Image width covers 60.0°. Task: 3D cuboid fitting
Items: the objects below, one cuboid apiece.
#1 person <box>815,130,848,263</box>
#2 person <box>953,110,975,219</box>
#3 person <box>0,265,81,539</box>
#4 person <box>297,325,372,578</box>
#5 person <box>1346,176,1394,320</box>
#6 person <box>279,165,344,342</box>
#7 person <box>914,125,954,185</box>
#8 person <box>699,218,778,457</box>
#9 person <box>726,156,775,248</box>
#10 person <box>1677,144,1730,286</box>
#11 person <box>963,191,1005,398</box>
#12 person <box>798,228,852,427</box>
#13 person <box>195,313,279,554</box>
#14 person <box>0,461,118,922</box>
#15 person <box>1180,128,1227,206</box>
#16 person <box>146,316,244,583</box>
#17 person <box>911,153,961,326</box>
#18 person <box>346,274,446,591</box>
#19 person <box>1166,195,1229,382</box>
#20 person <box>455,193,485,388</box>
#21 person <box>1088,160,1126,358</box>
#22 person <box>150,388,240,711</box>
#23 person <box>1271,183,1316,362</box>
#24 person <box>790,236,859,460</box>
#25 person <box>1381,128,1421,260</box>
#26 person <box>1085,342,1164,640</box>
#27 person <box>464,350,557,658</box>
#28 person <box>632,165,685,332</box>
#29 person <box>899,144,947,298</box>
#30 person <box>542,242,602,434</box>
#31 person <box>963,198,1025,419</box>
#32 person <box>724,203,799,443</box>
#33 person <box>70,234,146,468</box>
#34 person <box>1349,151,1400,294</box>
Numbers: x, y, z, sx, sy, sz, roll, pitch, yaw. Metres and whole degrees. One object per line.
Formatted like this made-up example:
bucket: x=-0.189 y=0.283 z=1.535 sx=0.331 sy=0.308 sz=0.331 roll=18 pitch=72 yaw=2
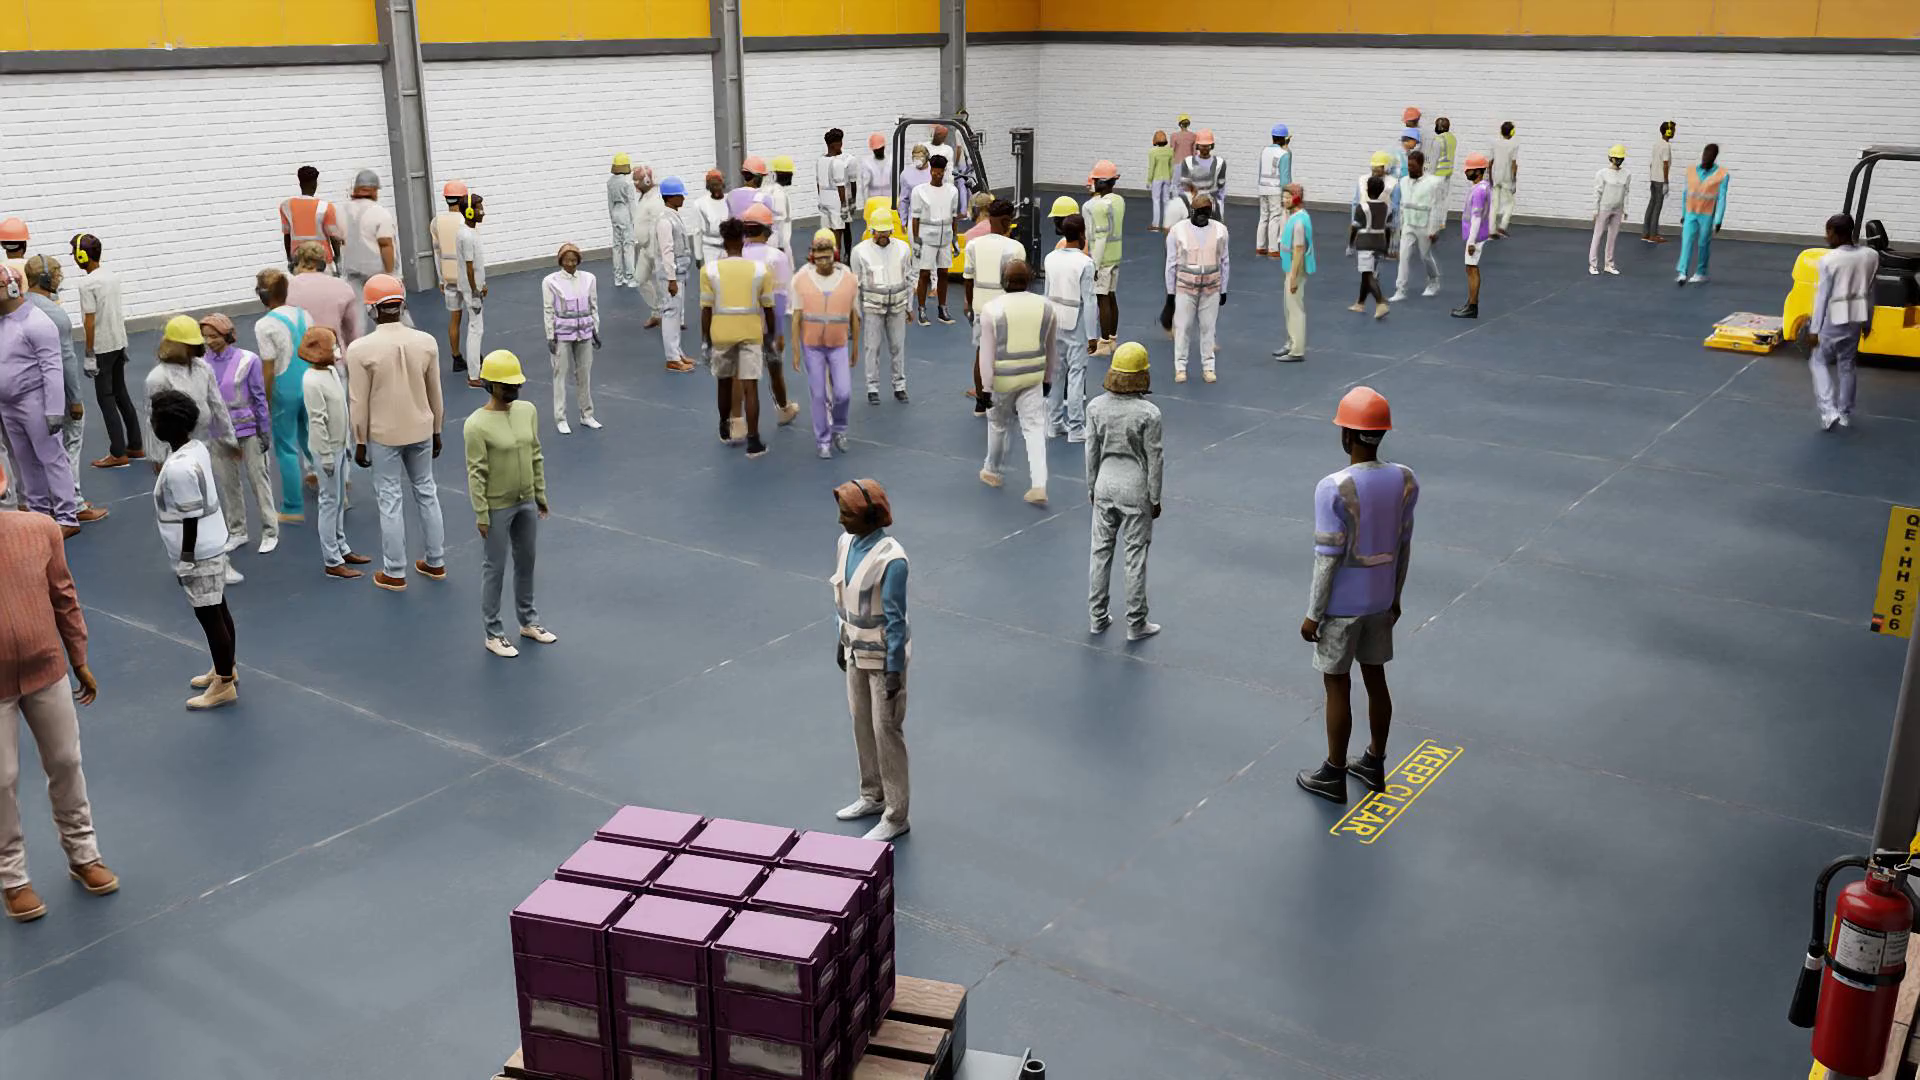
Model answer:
person: x=-1.734 y=-4.612 z=22.802 sx=0.365 sy=1.965 sz=0.608 roll=-13 pitch=22 yaw=-36
person: x=0.061 y=-6.531 z=28.971 sx=0.309 sy=1.864 sz=0.535 roll=13 pitch=22 yaw=35
person: x=-6.387 y=-0.923 z=11.359 sx=0.640 sy=1.910 sz=0.401 roll=10 pitch=20 yaw=28
person: x=-4.038 y=-0.572 z=10.705 sx=0.286 sy=1.633 sz=0.500 roll=-2 pitch=18 yaw=-8
person: x=4.897 y=-3.454 z=19.690 sx=0.536 sy=1.668 sz=0.828 roll=-10 pitch=20 yaw=-28
person: x=-6.947 y=-3.033 z=17.887 sx=0.610 sy=1.953 sz=0.381 roll=0 pitch=18 yaw=-1
person: x=-0.418 y=-5.432 z=25.567 sx=0.646 sy=1.860 sz=0.347 roll=-2 pitch=18 yaw=-5
person: x=-1.832 y=-1.678 z=13.745 sx=0.641 sy=1.909 sz=0.833 roll=-3 pitch=18 yaw=-10
person: x=-2.244 y=-3.151 z=18.136 sx=0.614 sy=2.031 sz=0.402 roll=11 pitch=21 yaw=32
person: x=9.780 y=-4.269 z=21.949 sx=0.606 sy=1.834 sz=0.985 roll=16 pitch=24 yaw=42
person: x=0.237 y=-2.302 z=15.677 sx=0.423 sy=1.920 sz=0.641 roll=8 pitch=19 yaw=24
person: x=-1.190 y=-1.922 z=14.802 sx=0.497 sy=1.716 sz=0.773 roll=-6 pitch=19 yaw=-17
person: x=-4.870 y=-0.714 z=11.154 sx=0.527 sy=1.631 sz=0.321 roll=1 pitch=18 yaw=3
person: x=-3.780 y=0.554 z=6.621 sx=0.405 sy=1.981 sz=0.632 roll=14 pitch=22 yaw=37
person: x=3.211 y=-4.401 z=22.020 sx=0.609 sy=2.043 sz=0.397 roll=0 pitch=18 yaw=0
person: x=-4.821 y=-0.575 z=10.571 sx=0.748 sy=1.703 sz=0.509 roll=6 pitch=19 yaw=17
person: x=-0.277 y=-3.467 z=19.233 sx=0.601 sy=1.958 sz=0.380 roll=-9 pitch=20 yaw=-25
person: x=-3.534 y=-0.672 z=10.456 sx=0.397 sy=1.987 sz=0.610 roll=16 pitch=24 yaw=41
person: x=2.319 y=-2.455 z=16.280 sx=0.630 sy=1.833 sz=0.429 roll=-1 pitch=18 yaw=-4
person: x=-4.683 y=-2.403 z=16.068 sx=0.325 sy=1.862 sz=0.511 roll=-5 pitch=18 yaw=-16
person: x=1.500 y=-2.943 z=17.457 sx=0.374 sy=2.043 sz=0.611 roll=8 pitch=19 yaw=23
person: x=-3.988 y=0.046 z=8.671 sx=0.319 sy=1.696 sz=0.533 roll=-5 pitch=19 yaw=-17
person: x=3.468 y=-2.767 z=17.261 sx=0.444 sy=1.831 sz=0.563 roll=3 pitch=18 yaw=10
person: x=-1.086 y=-1.553 z=13.475 sx=0.562 sy=1.817 sz=0.451 roll=-4 pitch=18 yaw=-11
person: x=6.278 y=-4.982 z=24.083 sx=0.778 sy=1.910 sz=0.376 roll=-11 pitch=21 yaw=-30
person: x=0.956 y=-0.282 z=9.620 sx=0.487 sy=1.744 sz=0.297 roll=11 pitch=21 yaw=30
person: x=-2.529 y=-0.207 z=9.366 sx=0.347 sy=1.756 sz=0.518 roll=10 pitch=20 yaw=29
person: x=-3.444 y=-3.293 z=18.833 sx=0.567 sy=1.869 sz=0.693 roll=-8 pitch=20 yaw=-24
person: x=-0.472 y=-4.043 z=21.094 sx=0.635 sy=1.929 sz=0.383 roll=5 pitch=18 yaw=16
person: x=-3.345 y=-1.750 z=14.380 sx=0.515 sy=1.639 sz=0.314 roll=-14 pitch=22 yaw=-37
person: x=0.333 y=-2.058 z=14.825 sx=0.609 sy=1.958 sz=0.398 roll=10 pitch=20 yaw=29
person: x=-1.723 y=-1.855 z=14.163 sx=0.611 sy=1.971 sz=1.117 roll=6 pitch=19 yaw=18
person: x=-6.823 y=-1.506 z=13.273 sx=0.330 sy=1.856 sz=0.532 roll=1 pitch=18 yaw=2
person: x=5.391 y=-4.142 z=21.601 sx=0.593 sy=1.812 sz=0.815 roll=12 pitch=22 yaw=34
